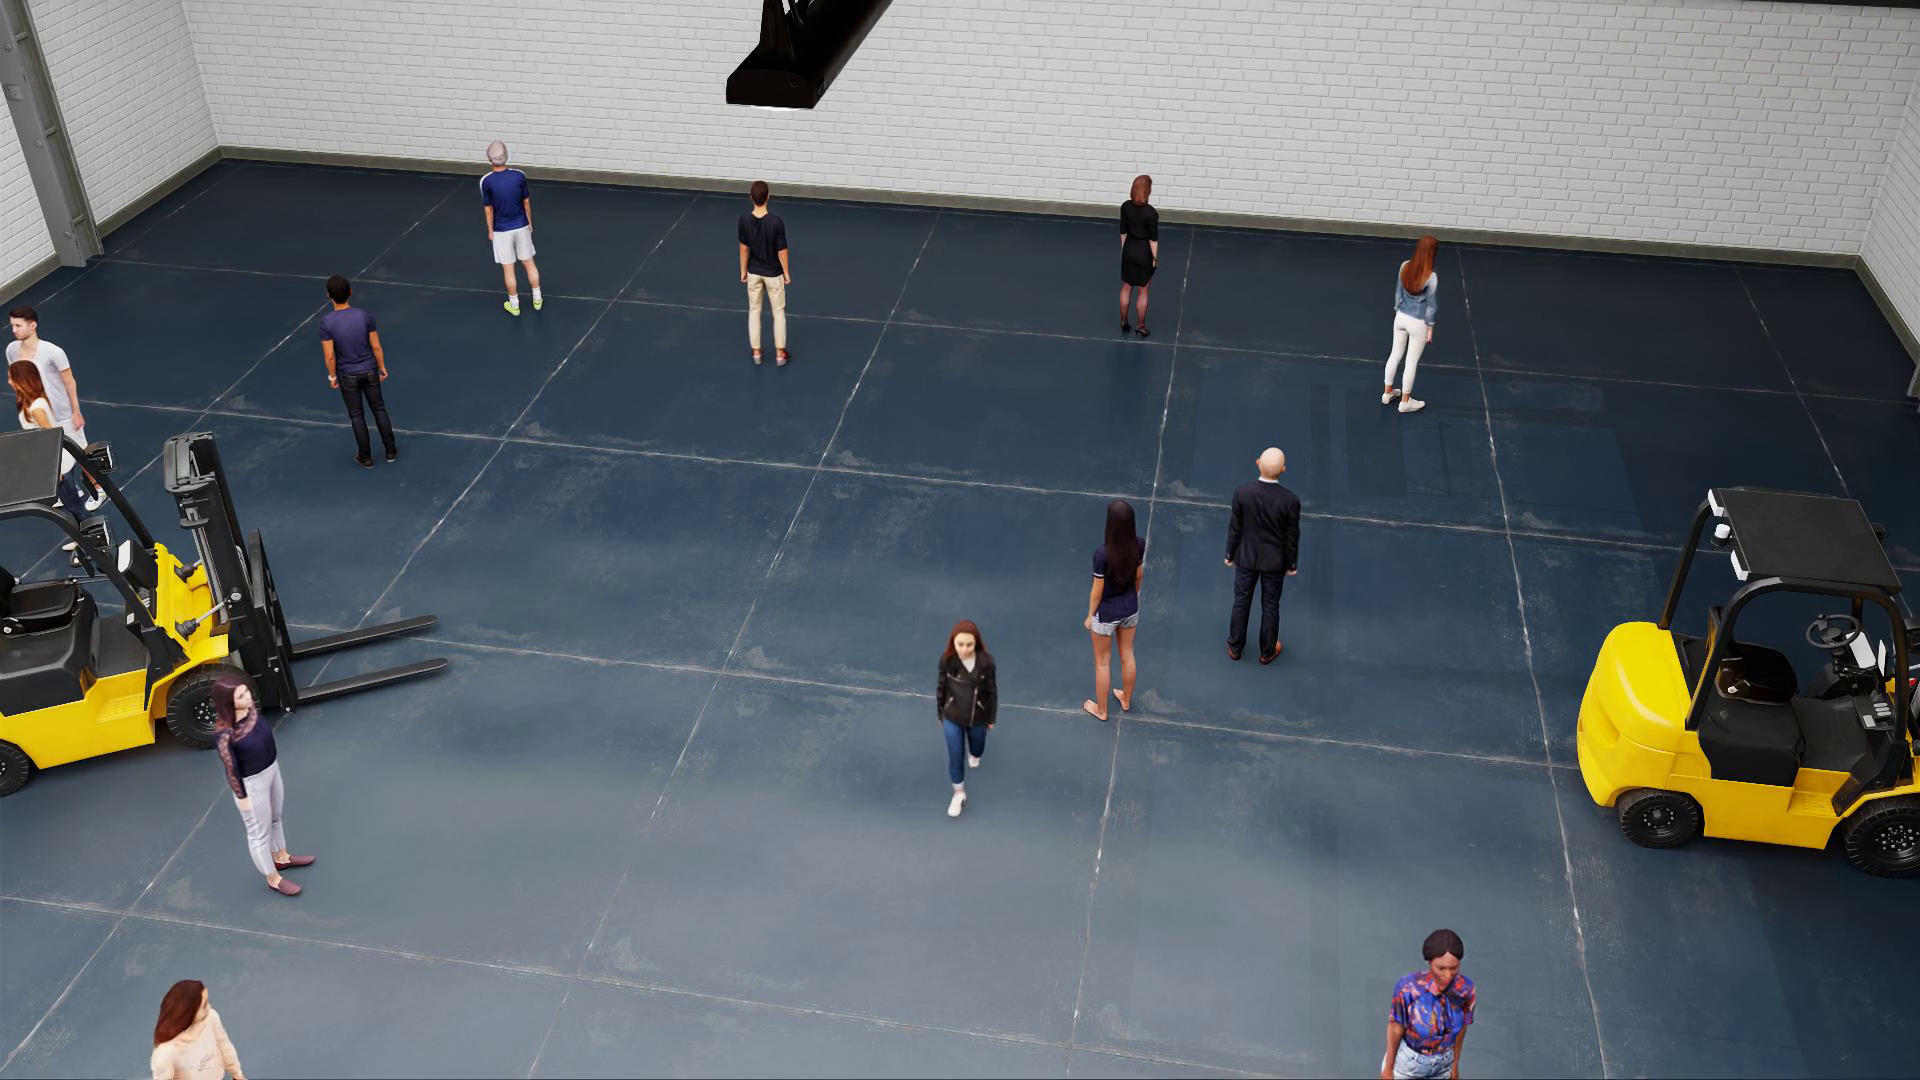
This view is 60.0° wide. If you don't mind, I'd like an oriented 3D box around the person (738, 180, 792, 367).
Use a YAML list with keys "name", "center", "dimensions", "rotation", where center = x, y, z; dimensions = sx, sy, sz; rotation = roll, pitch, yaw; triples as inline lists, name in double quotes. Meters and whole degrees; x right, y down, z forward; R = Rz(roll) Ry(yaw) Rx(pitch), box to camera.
- name: "person"
  center: [-1.892, -2.592, 16.175]
  dimensions: [0.626, 1.852, 0.533]
  rotation: [5, 34, 8]

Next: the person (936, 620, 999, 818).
- name: "person"
  center: [0.042, 1.099, 10.970]
  dimensions: [0.627, 1.467, 0.865]
  rotation: [1, 34, 2]

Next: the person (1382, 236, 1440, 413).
- name: "person"
  center: [4.190, -2.015, 15.446]
  dimensions: [0.737, 1.700, 0.674]
  rotation: [-21, 39, -28]

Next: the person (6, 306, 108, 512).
- name: "person"
  center: [-7.598, -1.108, 13.941]
  dimensions: [0.676, 1.854, 0.531]
  rotation: [6, 34, 8]

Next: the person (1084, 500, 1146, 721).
- name: "person"
  center: [1.078, 0.496, 11.608]
  dimensions: [0.667, 1.765, 0.703]
  rotation: [-16, 37, -23]

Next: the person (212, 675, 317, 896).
- name: "person"
  center: [-4.319, 1.489, 10.257]
  dimensions: [0.684, 1.608, 0.511]
  rotation: [1, 34, 2]

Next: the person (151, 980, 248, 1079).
- name: "person"
  center: [-3.895, 2.816, 8.405]
  dimensions: [0.711, 1.447, 0.522]
  rotation: [19, 38, 26]

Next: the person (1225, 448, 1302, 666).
- name: "person"
  center: [2.198, 0.123, 12.139]
  dimensions: [0.714, 1.800, 0.622]
  rotation: [10, 35, 15]

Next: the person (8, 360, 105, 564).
- name: "person"
  center: [-7.221, -0.630, 13.285]
  dimensions: [0.730, 1.784, 0.675]
  rotation: [-22, 40, -30]

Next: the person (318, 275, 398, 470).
- name: "person"
  center: [-5.271, -1.468, 14.539]
  dimensions: [0.708, 1.792, 0.753]
  rotation: [-19, 38, -26]

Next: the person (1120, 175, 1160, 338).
- name: "person"
  center: [1.786, -2.846, 16.690]
  dimensions: [0.656, 1.707, 0.652]
  rotation: [24, 40, 31]

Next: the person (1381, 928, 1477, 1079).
- name: "person"
  center: [2.323, 2.633, 8.415]
  dimensions: [0.644, 1.742, 0.614]
  rotation: [-4, 34, -6]

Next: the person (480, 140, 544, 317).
- name: "person"
  center: [-4.629, -3.216, 17.127]
  dimensions: [0.715, 1.838, 0.759]
  rotation: [-18, 38, -25]
